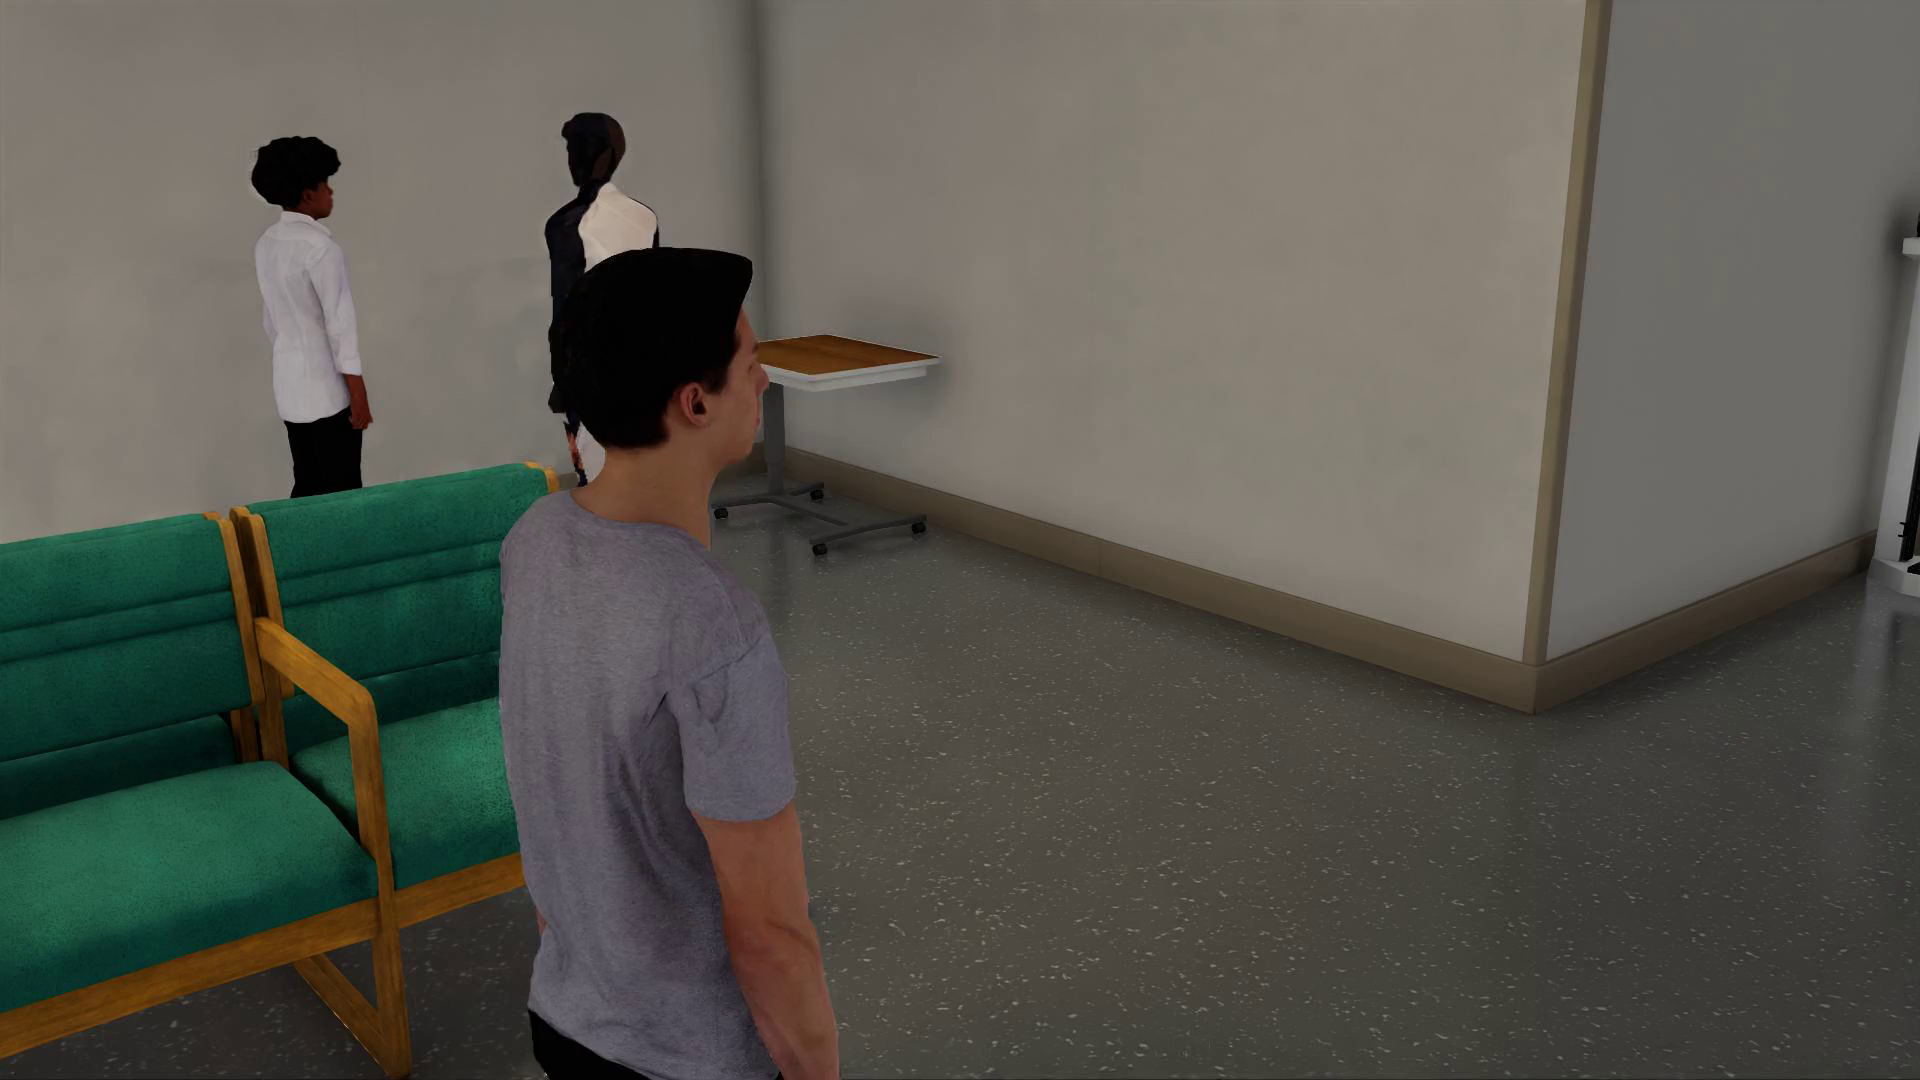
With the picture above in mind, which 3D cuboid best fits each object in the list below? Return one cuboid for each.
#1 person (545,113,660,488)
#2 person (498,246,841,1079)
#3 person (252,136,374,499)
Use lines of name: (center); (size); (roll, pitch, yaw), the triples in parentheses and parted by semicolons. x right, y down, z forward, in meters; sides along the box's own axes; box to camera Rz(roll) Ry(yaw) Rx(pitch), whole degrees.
person: (-1.312, -0.622, 6.210); (0.689, 1.891, 0.741); (10, 19, 32)
person: (-0.411, 0.604, 1.936); (0.764, 1.850, 0.596); (-11, 19, -34)
person: (-2.442, -0.610, 6.320); (0.557, 1.809, 0.738); (12, 20, 37)
